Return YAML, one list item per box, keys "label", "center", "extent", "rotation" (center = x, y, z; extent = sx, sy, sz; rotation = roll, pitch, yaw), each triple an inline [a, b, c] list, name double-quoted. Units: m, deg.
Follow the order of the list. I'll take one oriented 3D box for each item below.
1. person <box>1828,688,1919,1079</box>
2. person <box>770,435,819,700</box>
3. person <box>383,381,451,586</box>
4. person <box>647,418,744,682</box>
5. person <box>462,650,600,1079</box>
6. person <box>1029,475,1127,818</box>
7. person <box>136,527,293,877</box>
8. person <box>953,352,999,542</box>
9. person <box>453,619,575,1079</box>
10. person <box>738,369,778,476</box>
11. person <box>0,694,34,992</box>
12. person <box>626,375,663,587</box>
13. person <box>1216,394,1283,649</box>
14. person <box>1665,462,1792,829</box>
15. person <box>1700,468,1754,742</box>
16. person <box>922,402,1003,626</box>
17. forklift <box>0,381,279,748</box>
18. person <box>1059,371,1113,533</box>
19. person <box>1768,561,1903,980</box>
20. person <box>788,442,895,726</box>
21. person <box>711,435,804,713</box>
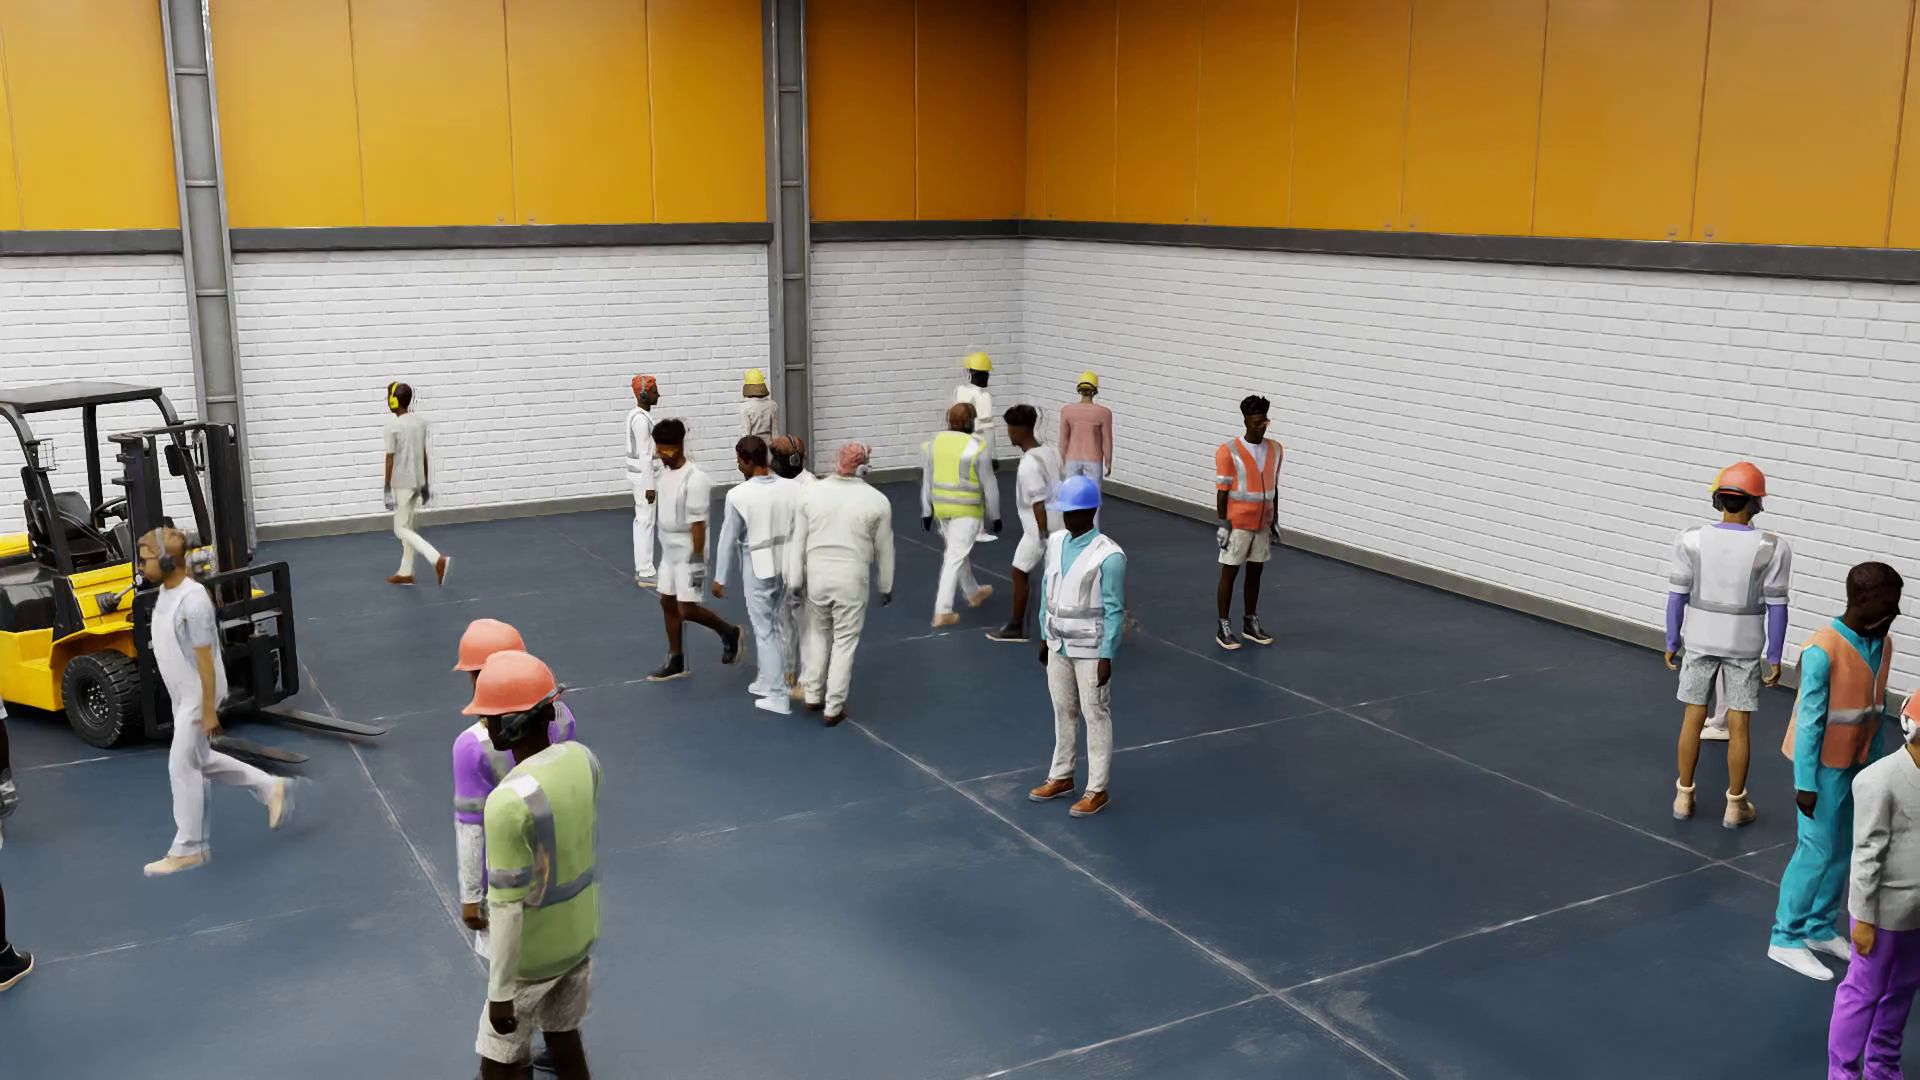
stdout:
- label: "person"
  center: [3.567, 1.367, 6.251]
  extent: [0.565, 1.742, 0.347]
  rotation: [-6, 13, -25]
- label: "person"
  center: [-1.186, 0.181, 11.581]
  extent: [0.429, 1.845, 0.621]
  rotation: [-10, 16, -39]
- label: "person"
  center: [-4.824, -0.473, 14.637]
  extent: [0.737, 1.847, 0.523]
  rotation: [5, 13, 23]
- label: "person"
  center: [-1.903, 0.073, 11.861]
  extent: [0.650, 1.935, 0.663]
  rotation: [-10, 15, -38]
- label: "person"
  center: [-1.437, 1.360, 5.619]
  extent: [0.399, 2.032, 0.621]
  rotation: [4, 13, 17]
- label: "person"
  center: [0.672, 0.587, 9.425]
  extent: [0.383, 1.949, 0.605]
  rotation: [-10, 16, -39]
- label: "person"
  center: [-3.953, 0.806, 8.739]
  extent: [0.769, 1.819, 0.528]
  rotation: [-11, 16, -42]
- label: "person"
  center: [0.143, -0.908, 16.515]
  extent: [0.445, 1.912, 0.599]
  rotation: [-6, 14, -27]
- label: "person"
  center: [-1.730, 1.242, 6.423]
  extent: [0.390, 1.924, 0.553]
  rotation: [8, 14, 33]
- label: "person"
  center: [-2.019, -0.837, 16.590]
  extent: [0.317, 1.741, 0.492]
  rotation: [11, 16, 41]
- label: "person"
  center: [-4.441, 1.047, 7.245]
  extent: [0.603, 1.959, 0.375]
  rotation: [-3, 12, -14]
- label: "person"
  center: [-2.785, -0.528, 14.810]
  extent: [0.352, 1.883, 0.579]
  rotation: [-3, 12, -15]
- label: "person"
  center: [2.231, -0.149, 12.834]
  extent: [0.608, 1.966, 0.371]
  rotation: [-6, 14, -27]
- label: "person"
  center: [4.256, 0.577, 9.257]
  extent: [0.614, 2.038, 0.395]
  rotation: [8, 14, 33]
- label: "person"
  center: [4.894, 0.413, 10.677]
  extent: [0.327, 1.767, 0.533]
  rotation: [10, 15, 38]
- label: "person"
  center: [0.045, -0.234, 13.656]
  extent: [0.652, 1.788, 0.969]
  rotation: [9, 15, 38]
- label: "forklift"
  center: [-5.853, 0.085, 11.199]
  extent: [2.313, 2.155, 1.214]
  rotation: [7, 14, 28]
- label: "person"
  center: [1.228, -0.771, 16.251]
  extent: [0.532, 1.758, 0.345]
  rotation: [3, 12, 15]
- label: "person"
  center: [3.947, 1.019, 7.510]
  extent: [0.599, 1.907, 0.402]
  rotation: [-8, 14, -33]
- label: "person"
  center: [-0.778, 0.291, 11.027]
  extent: [0.676, 1.859, 0.549]
  rotation: [2, 12, 10]
- label: "person"
  center: [-1.402, 0.222, 11.297]
  extent: [0.721, 1.884, 0.585]
  rotation: [10, 16, 39]
